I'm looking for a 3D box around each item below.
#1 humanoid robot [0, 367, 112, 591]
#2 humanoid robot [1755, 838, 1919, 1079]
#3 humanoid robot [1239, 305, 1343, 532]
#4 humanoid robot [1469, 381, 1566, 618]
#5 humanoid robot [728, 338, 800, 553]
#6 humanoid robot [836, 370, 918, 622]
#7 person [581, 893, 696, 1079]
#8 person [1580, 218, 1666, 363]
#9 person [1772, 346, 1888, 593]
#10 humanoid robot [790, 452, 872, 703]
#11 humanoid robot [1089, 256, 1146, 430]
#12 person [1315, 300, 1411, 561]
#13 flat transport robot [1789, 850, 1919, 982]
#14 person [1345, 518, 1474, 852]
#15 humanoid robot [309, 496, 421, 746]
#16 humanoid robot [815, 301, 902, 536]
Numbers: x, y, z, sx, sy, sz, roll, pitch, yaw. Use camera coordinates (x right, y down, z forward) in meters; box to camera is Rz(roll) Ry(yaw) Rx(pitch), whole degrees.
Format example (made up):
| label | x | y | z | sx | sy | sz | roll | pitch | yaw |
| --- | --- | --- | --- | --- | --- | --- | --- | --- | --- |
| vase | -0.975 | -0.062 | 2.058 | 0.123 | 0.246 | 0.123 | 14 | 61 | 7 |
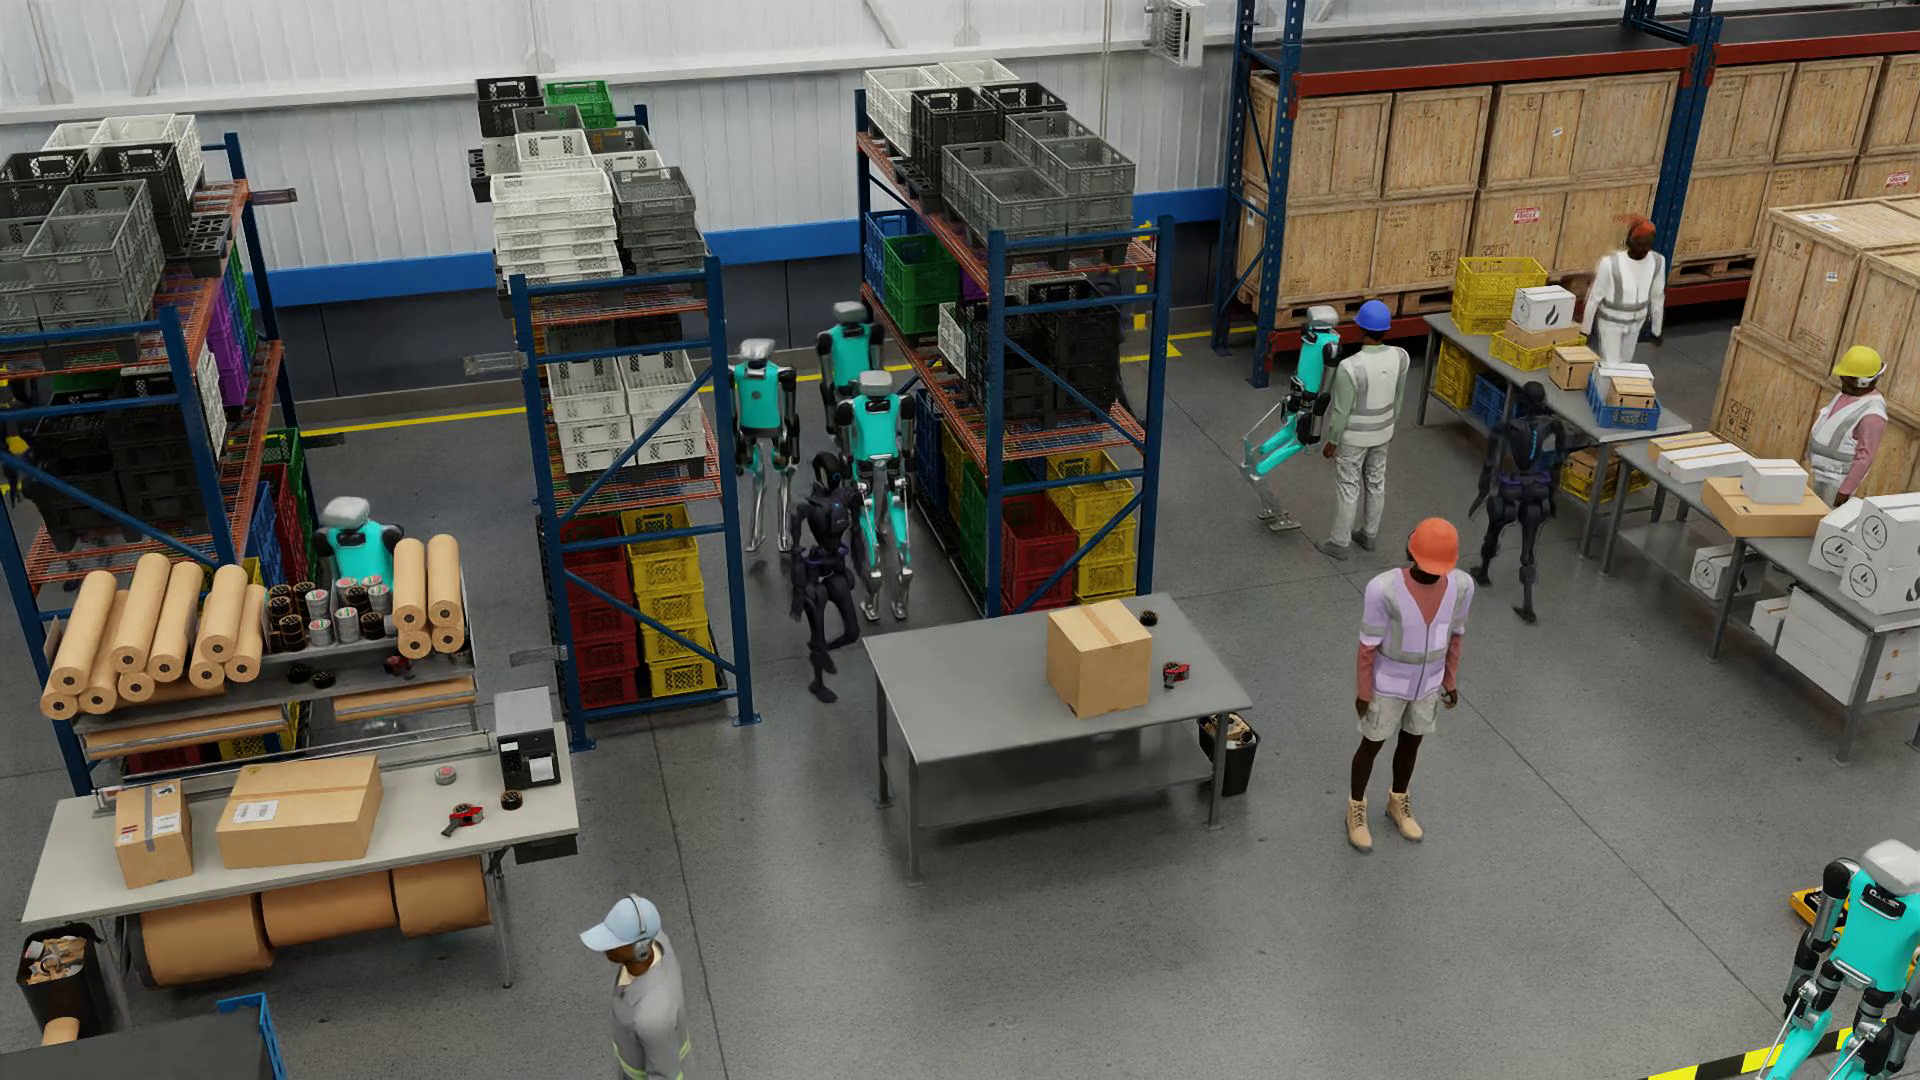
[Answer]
| label | x | y | z | sx | sy | sz | roll | pitch | yaw |
| --- | --- | --- | --- | --- | --- | --- | --- | --- | --- |
| humanoid robot | -6.279 | -0.451 | 11.514 | 0.614 | 1.644 | 0.400 | -3 | 29 | -6 |
| humanoid robot | 3.519 | 2.030 | 6.803 | 0.735 | 1.677 | 0.533 | -18 | 34 | -29 |
| humanoid robot | 2.339 | -0.870 | 12.118 | 0.736 | 1.691 | 0.532 | -5 | 29 | -10 |
| humanoid robot | 3.799 | -0.300 | 11.295 | 0.591 | 1.628 | 0.783 | -2 | 29 | -3 |
| humanoid robot | -1.364 | -0.729 | 11.823 | 0.533 | 1.677 | 0.735 | 2 | 29 | 3 |
| humanoid robot | -0.496 | -0.227 | 10.975 | 0.530 | 1.727 | 0.692 | -7 | 29 | -12 |
| person | -1.236 | 2.144 | 6.615 | 0.366 | 1.852 | 0.594 | -8 | 30 | -14 |
| person | 5.440 | -1.741 | 13.665 | 0.594 | 1.868 | 0.446 | -7 | 30 | -13 |
| person | 6.004 | -0.476 | 11.415 | 0.403 | 1.822 | 0.588 | 4 | 29 | 7 |
| humanoid robot | -0.848 | 0.219 | 10.294 | 0.403 | 1.645 | 0.587 | 25 | 37 | 37 |
| humanoid robot | 1.214 | -1.645 | 13.754 | 0.769 | 1.645 | 0.589 | 0 | 29 | 1 |
| person | 2.858 | -0.768 | 11.817 | 0.601 | 1.948 | 0.385 | -14 | 32 | -24 |
| flat transport robot | 5.163 | 1.916 | 8.676 | 1.431 | 0.231 | 0.659 | -8 | 30 | -14 |
| person | 2.412 | 0.774 | 8.926 | 0.605 | 2.032 | 0.399 | -6 | 29 | -10 |
| humanoid robot | -3.384 | 0.696 | 9.434 | 0.571 | 1.813 | 0.875 | 2 | 29 | 3 |
| humanoid robot | -0.652 | -0.773 | 12.103 | 0.551 | 1.802 | 0.868 | -15 | 32 | -26 |
